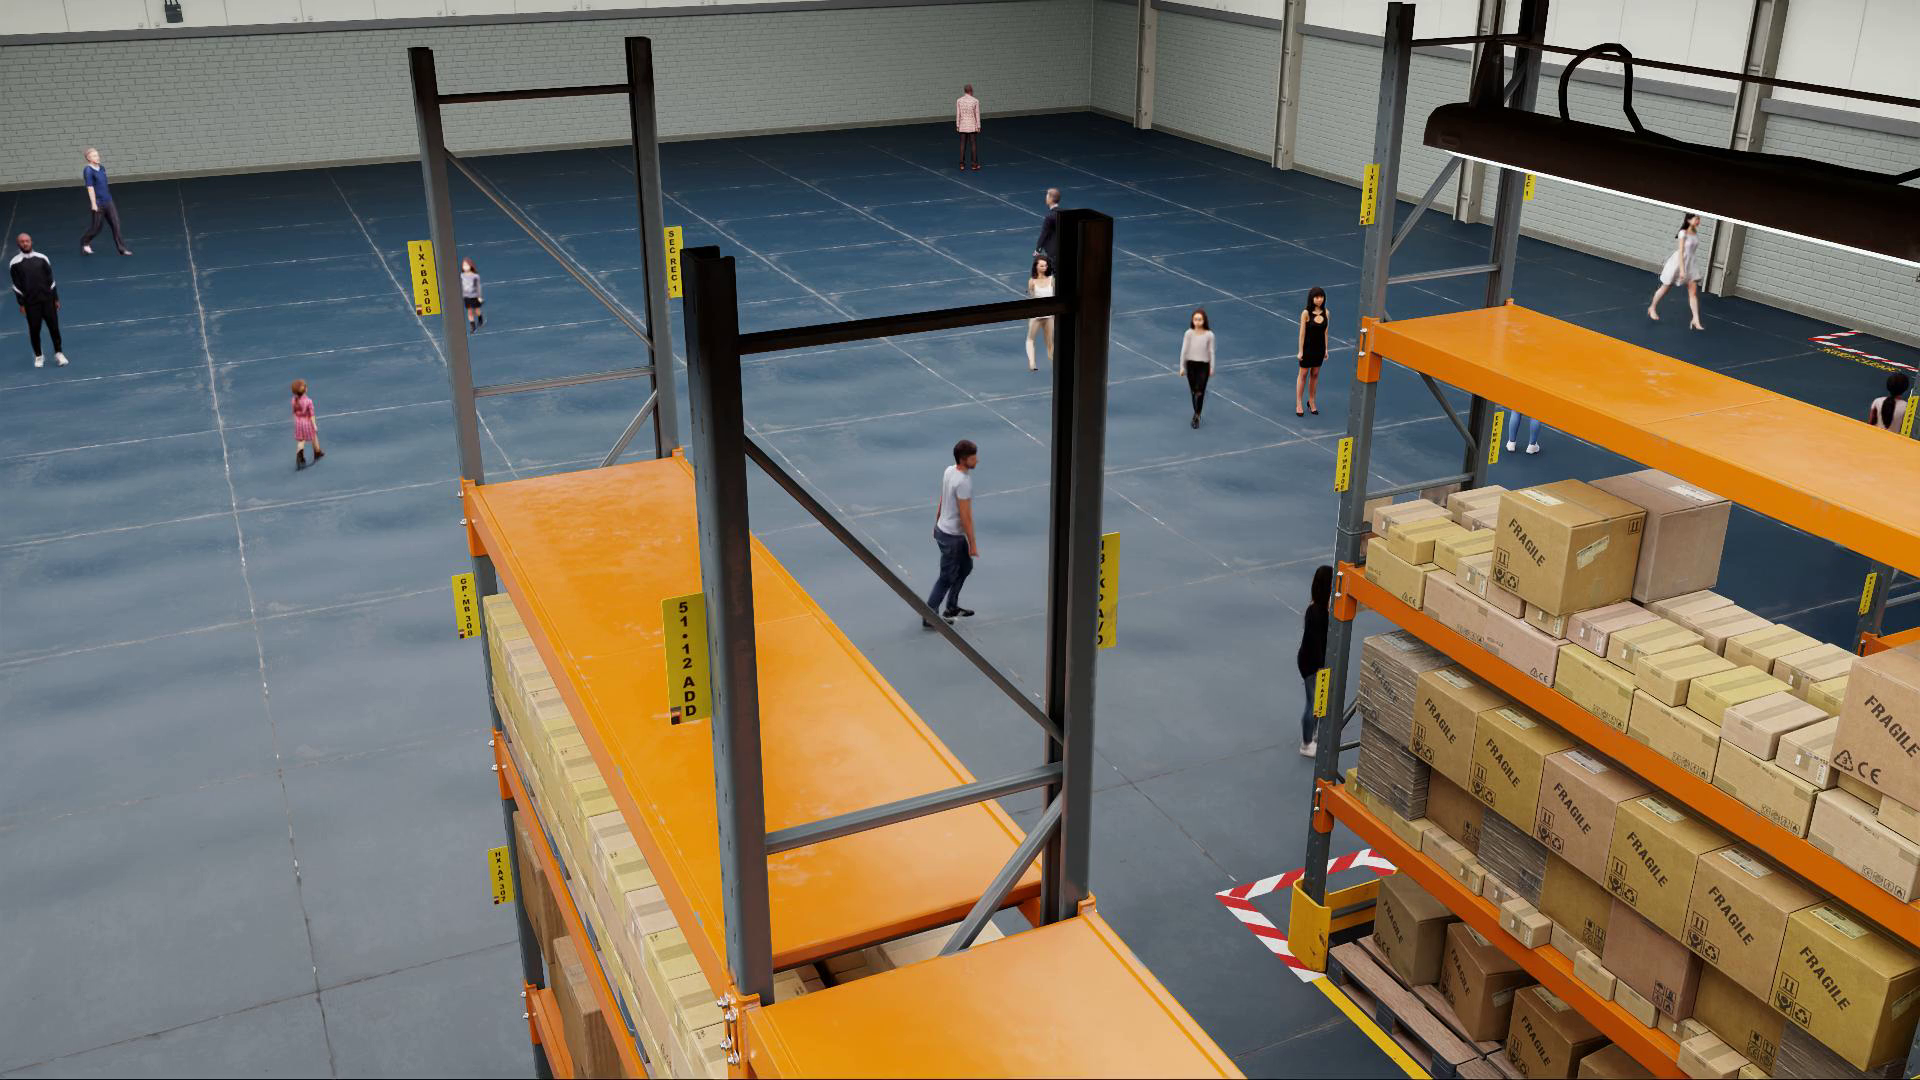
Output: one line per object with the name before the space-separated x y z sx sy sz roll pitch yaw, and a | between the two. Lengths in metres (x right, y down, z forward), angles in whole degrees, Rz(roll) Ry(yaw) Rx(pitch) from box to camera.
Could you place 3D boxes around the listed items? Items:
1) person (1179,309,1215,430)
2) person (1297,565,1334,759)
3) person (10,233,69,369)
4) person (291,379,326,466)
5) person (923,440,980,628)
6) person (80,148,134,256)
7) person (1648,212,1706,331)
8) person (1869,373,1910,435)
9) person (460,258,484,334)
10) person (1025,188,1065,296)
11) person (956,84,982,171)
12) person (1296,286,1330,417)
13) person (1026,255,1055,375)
person | 2.952 -2.149 20.586 0.776 1.466 0.844 7 24 16
person | 2.773 0.935 13.107 0.769 1.644 0.709 8 24 17
person | -12.696 -3.331 22.891 0.712 1.838 0.629 -16 28 -33
person | -7.633 -1.361 19.310 0.633 1.014 0.757 2 23 6
person | -0.142 -0.036 15.147 0.804 1.834 0.760 -8 24 -18
person | -14.916 -5.815 28.727 1.154 1.841 1.164 5 24 12
person | 10.571 -3.979 24.579 0.695 1.711 1.234 -14 27 -29
person | 9.558 -0.879 17.257 0.736 1.735 0.634 -18 29 -36
person | -7.202 -3.621 24.520 0.605 1.098 0.700 0 23 1
person | 1.518 -4.482 25.685 1.274 1.769 1.109 13 26 29
person | 0.176 -9.004 36.268 0.779 1.809 0.806 5 23 11
person | 4.421 -2.382 20.900 0.589 1.650 0.528 -6 24 -14
person | 1.150 -2.980 22.302 0.571 1.654 0.677 -11 25 -23
